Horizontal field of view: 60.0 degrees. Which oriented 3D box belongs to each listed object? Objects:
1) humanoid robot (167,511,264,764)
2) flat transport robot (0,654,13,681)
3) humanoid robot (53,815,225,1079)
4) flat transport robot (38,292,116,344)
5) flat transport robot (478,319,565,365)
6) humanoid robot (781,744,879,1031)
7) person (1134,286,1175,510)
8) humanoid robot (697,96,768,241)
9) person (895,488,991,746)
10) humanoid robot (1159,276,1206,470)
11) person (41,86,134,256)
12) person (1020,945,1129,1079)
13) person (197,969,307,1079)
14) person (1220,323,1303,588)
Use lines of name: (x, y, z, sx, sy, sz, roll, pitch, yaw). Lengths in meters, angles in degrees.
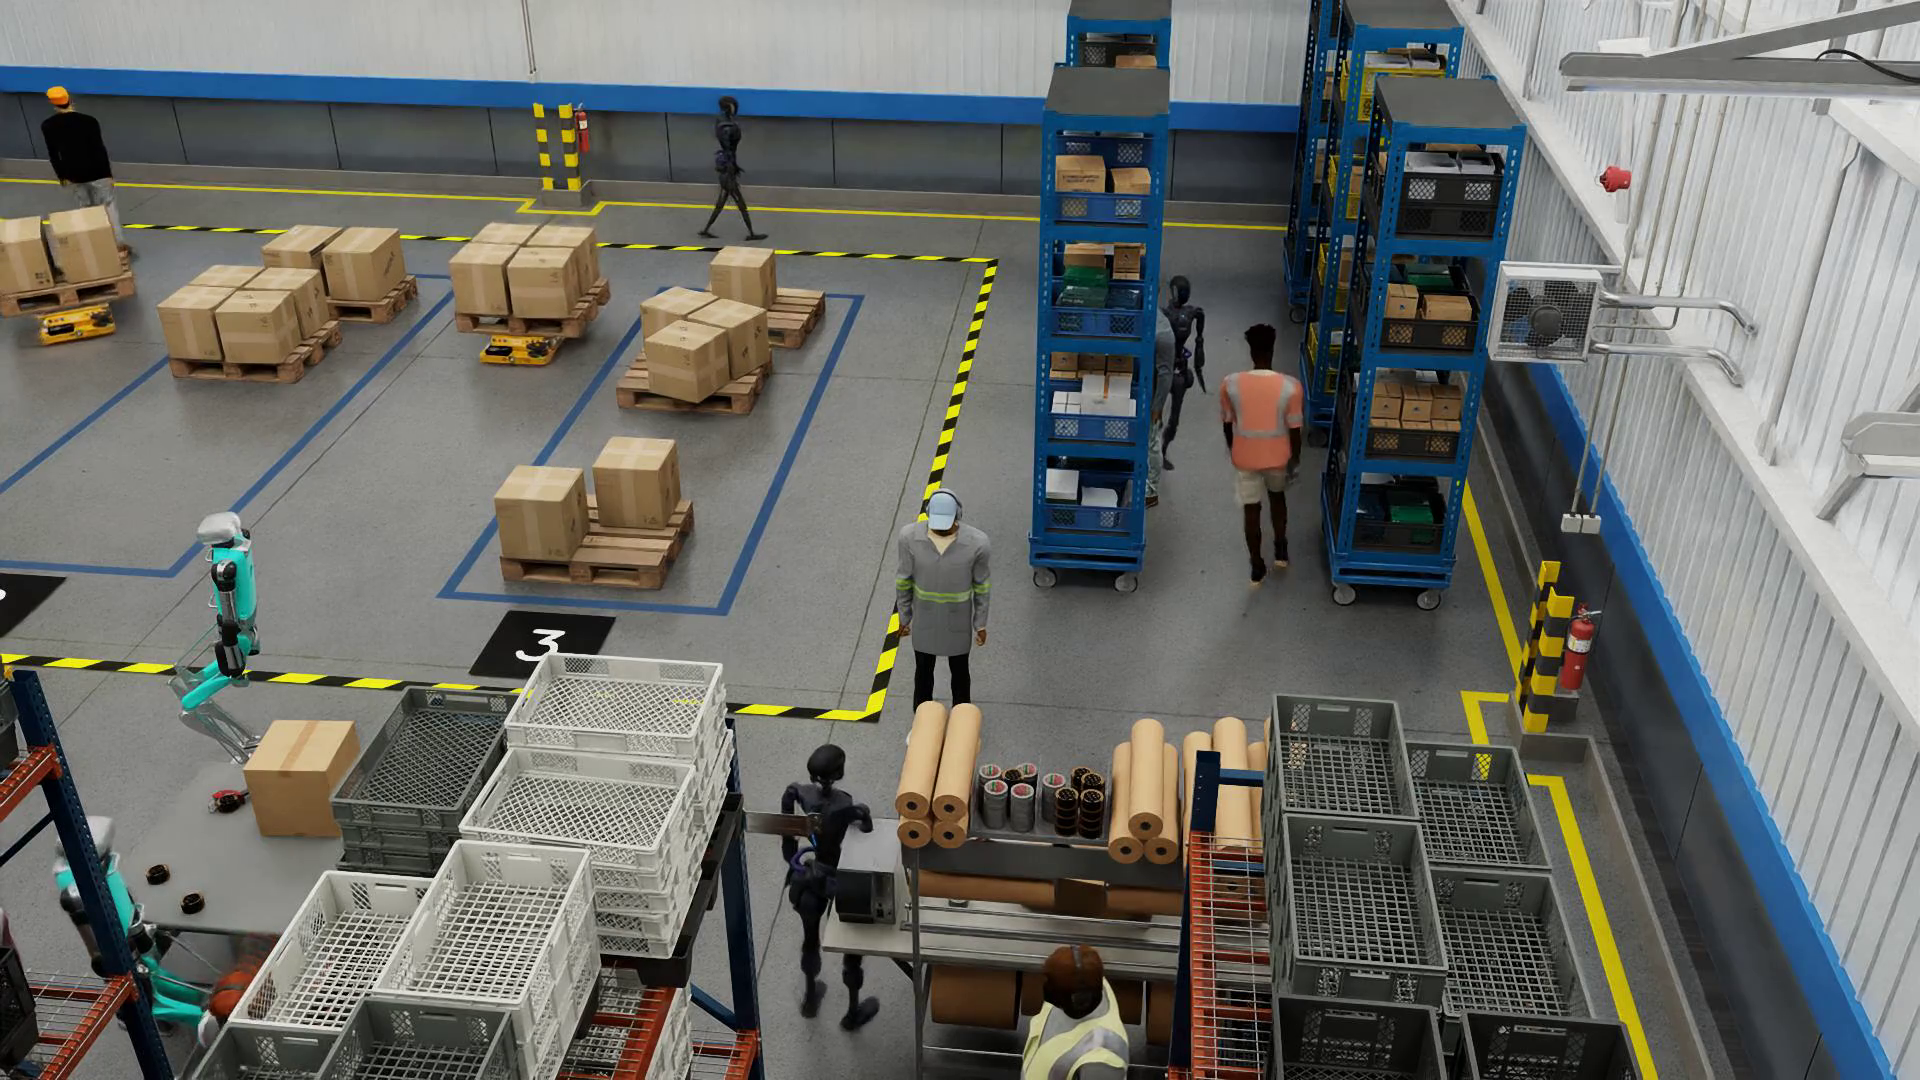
humanoid robot: (-4.519, 0.624, 10.008, 0.735, 1.677, 0.533, -5, 31, -9)
flat transport robot: (-7.142, 0.969, 11.010, 1.431, 0.231, 0.659, 3, 30, 6)
humanoid robot: (-3.664, 1.981, 7.757, 0.682, 1.761, 0.541, -8, 31, -14)
flat transport robot: (-8.922, -2.356, 16.693, 0.652, 0.197, 1.431, -16, 34, -25)
flat transport robot: (-4.138, -2.094, 16.242, 0.652, 0.197, 1.431, 3, 30, 6)
humanoid robot: (-0.652, 1.720, 8.315, 0.586, 1.656, 0.331, 13, 33, 22)
person: (1.419, -1.154, 12.996, 0.356, 1.937, 0.635, -12, 32, -20)
humanoid robot: (-2.565, -4.091, 18.359, 0.790, 1.629, 0.607, -3, 30, -4)
person: (-0.111, 0.487, 10.266, 0.588, 1.849, 0.395, 4, 30, 6)
humanoid robot: (1.724, -1.380, 13.660, 0.588, 1.655, 0.373, -12, 32, -20)
person: (-9.411, -3.933, 17.863, 0.614, 1.842, 0.487, -6, 31, -10)
person: (0.463, 2.406, 6.978, 0.429, 1.840, 0.634, -5, 31, -8)
person: (-2.786, 2.418, 6.977, 0.593, 1.828, 1.004, -1, 30, -2)
person: (2.155, -0.600, 12.065, 0.599, 1.915, 0.665, 3, 30, 6)
